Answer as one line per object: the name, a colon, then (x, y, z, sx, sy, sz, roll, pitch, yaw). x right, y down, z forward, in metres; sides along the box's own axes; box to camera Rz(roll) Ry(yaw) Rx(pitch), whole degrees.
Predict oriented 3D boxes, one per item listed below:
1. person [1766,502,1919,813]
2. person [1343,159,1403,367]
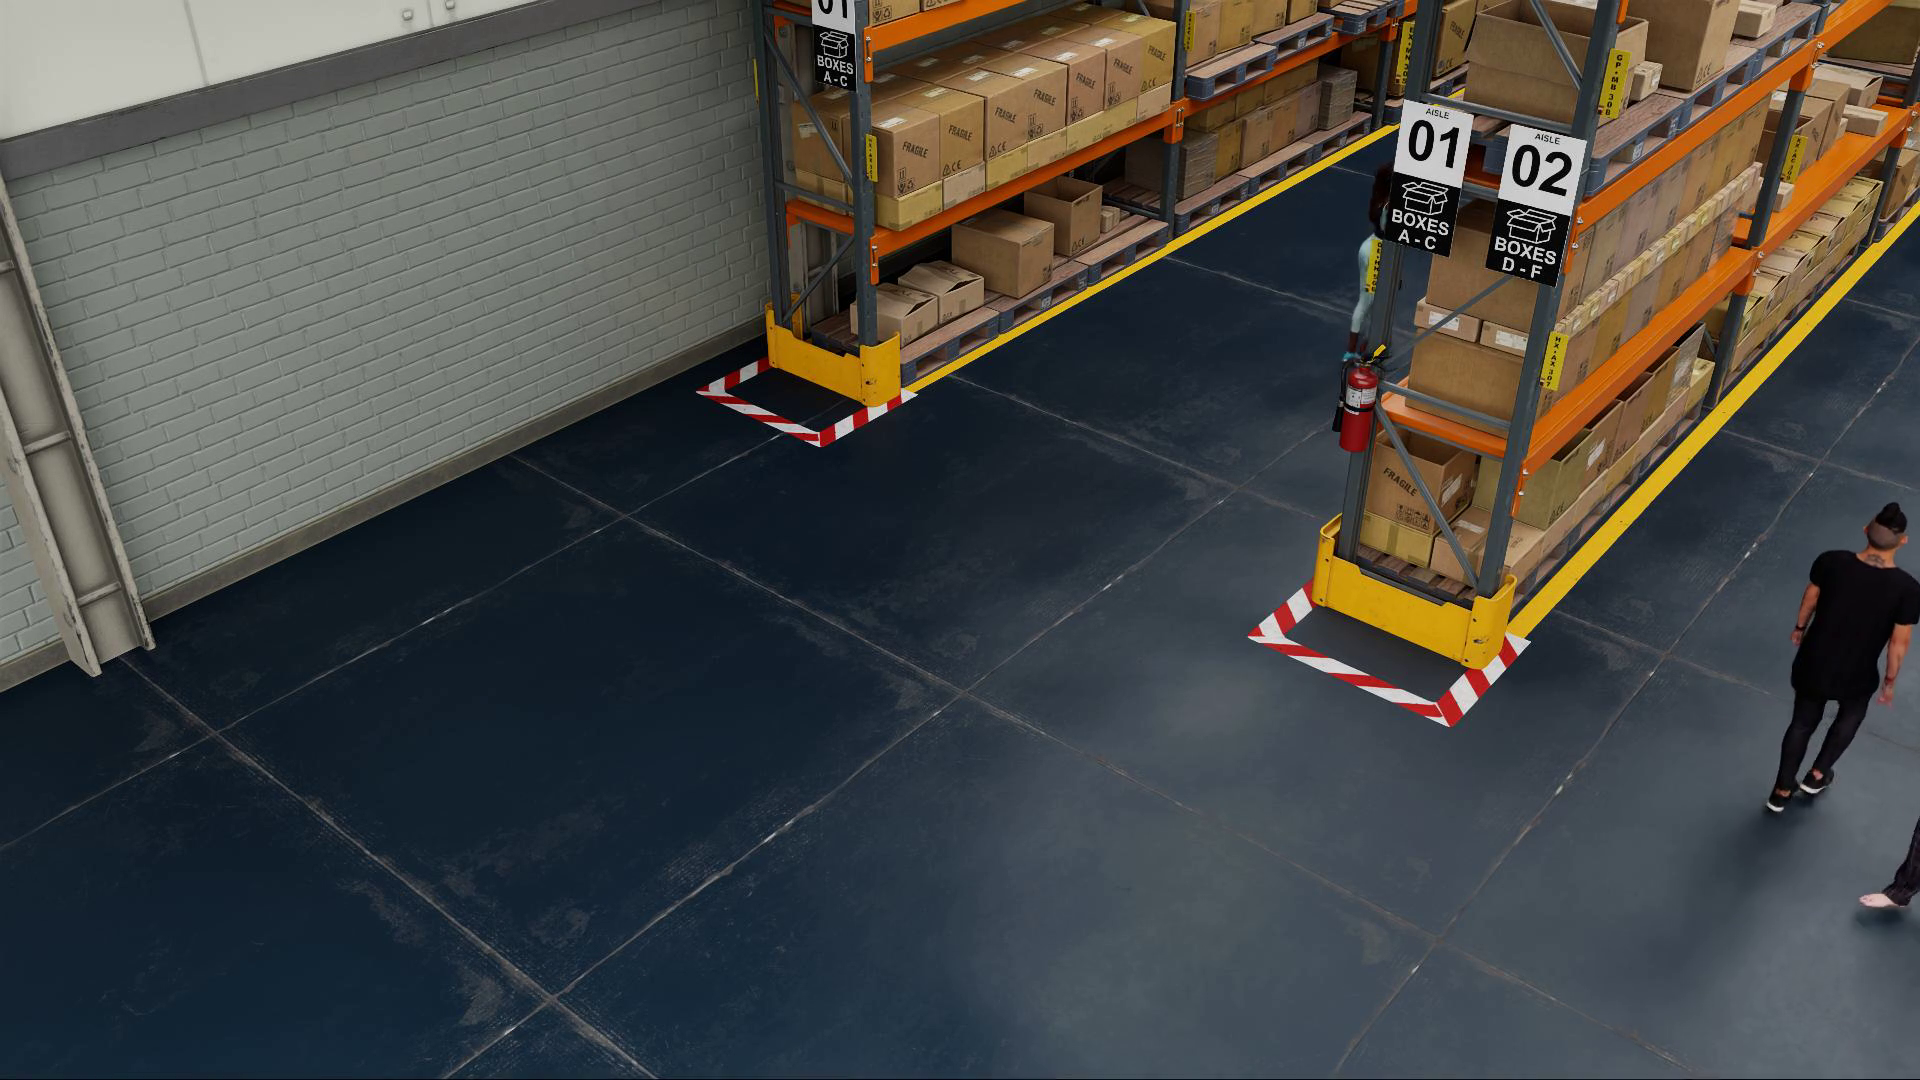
person: (4.410, 0.632, 8.377, 0.714, 1.848, 0.709, 25, 41, 33)
person: (3.226, -2.133, 12.757, 0.741, 1.709, 0.689, -12, 35, -17)
